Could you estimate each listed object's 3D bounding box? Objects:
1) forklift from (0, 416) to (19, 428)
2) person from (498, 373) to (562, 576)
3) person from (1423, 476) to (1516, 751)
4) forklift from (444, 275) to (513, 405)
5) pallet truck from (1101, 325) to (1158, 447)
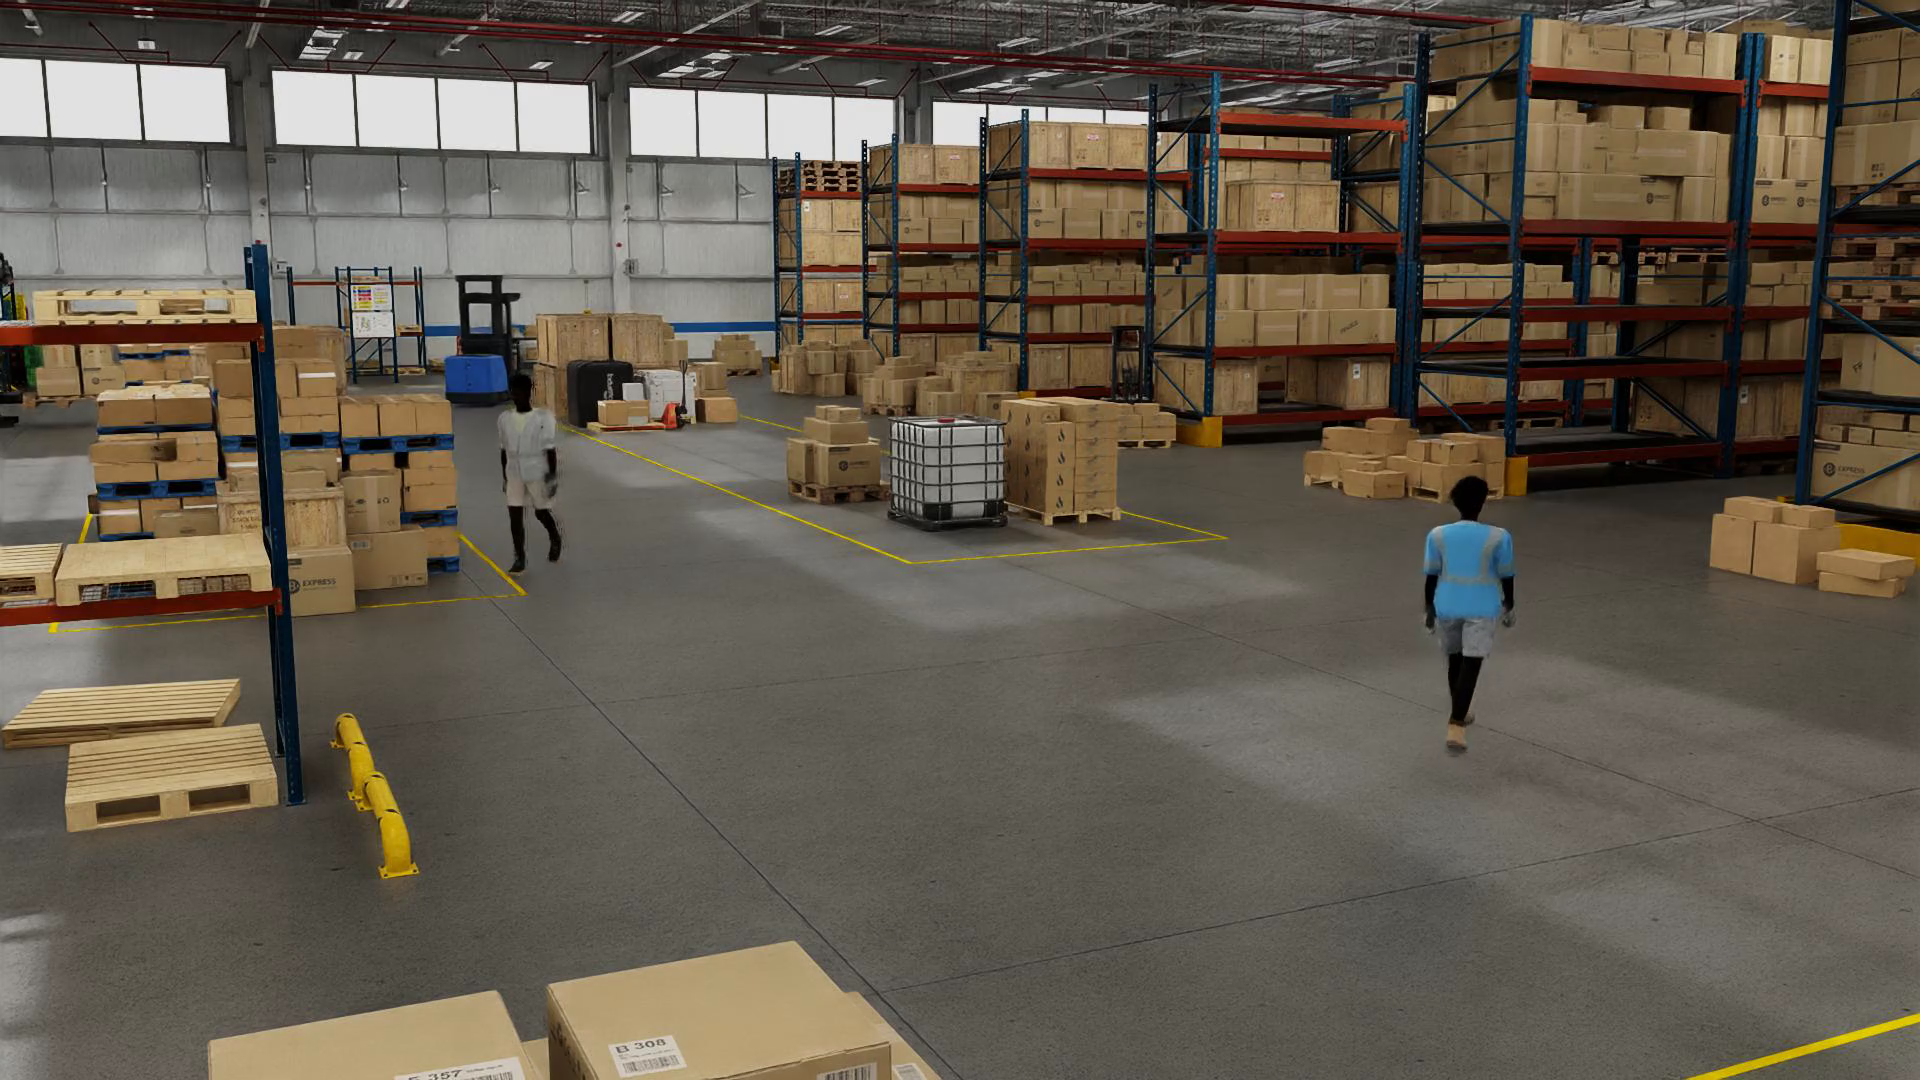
[{"bbox_3d":[-18.489,-3.448,30.482,1.873,2.768,1.129,-4,10,-25],"label":"forklift"},{"bbox_3d":[-4.149,-0.657,16.083,0.620,1.938,0.833,2,9,10],"label":"person"},{"bbox_3d":[3.104,0.433,10.194,0.534,1.654,0.880,7,11,35],"label":"person"},{"bbox_3d":[-10.433,-4.378,36.249,1.129,2.768,1.873,1,9,5],"label":"forklift"},{"bbox_3d":[2.881,-2.596,27.923,0.823,1.965,1.885,-1,9,-7],"label":"pallet truck"}]
